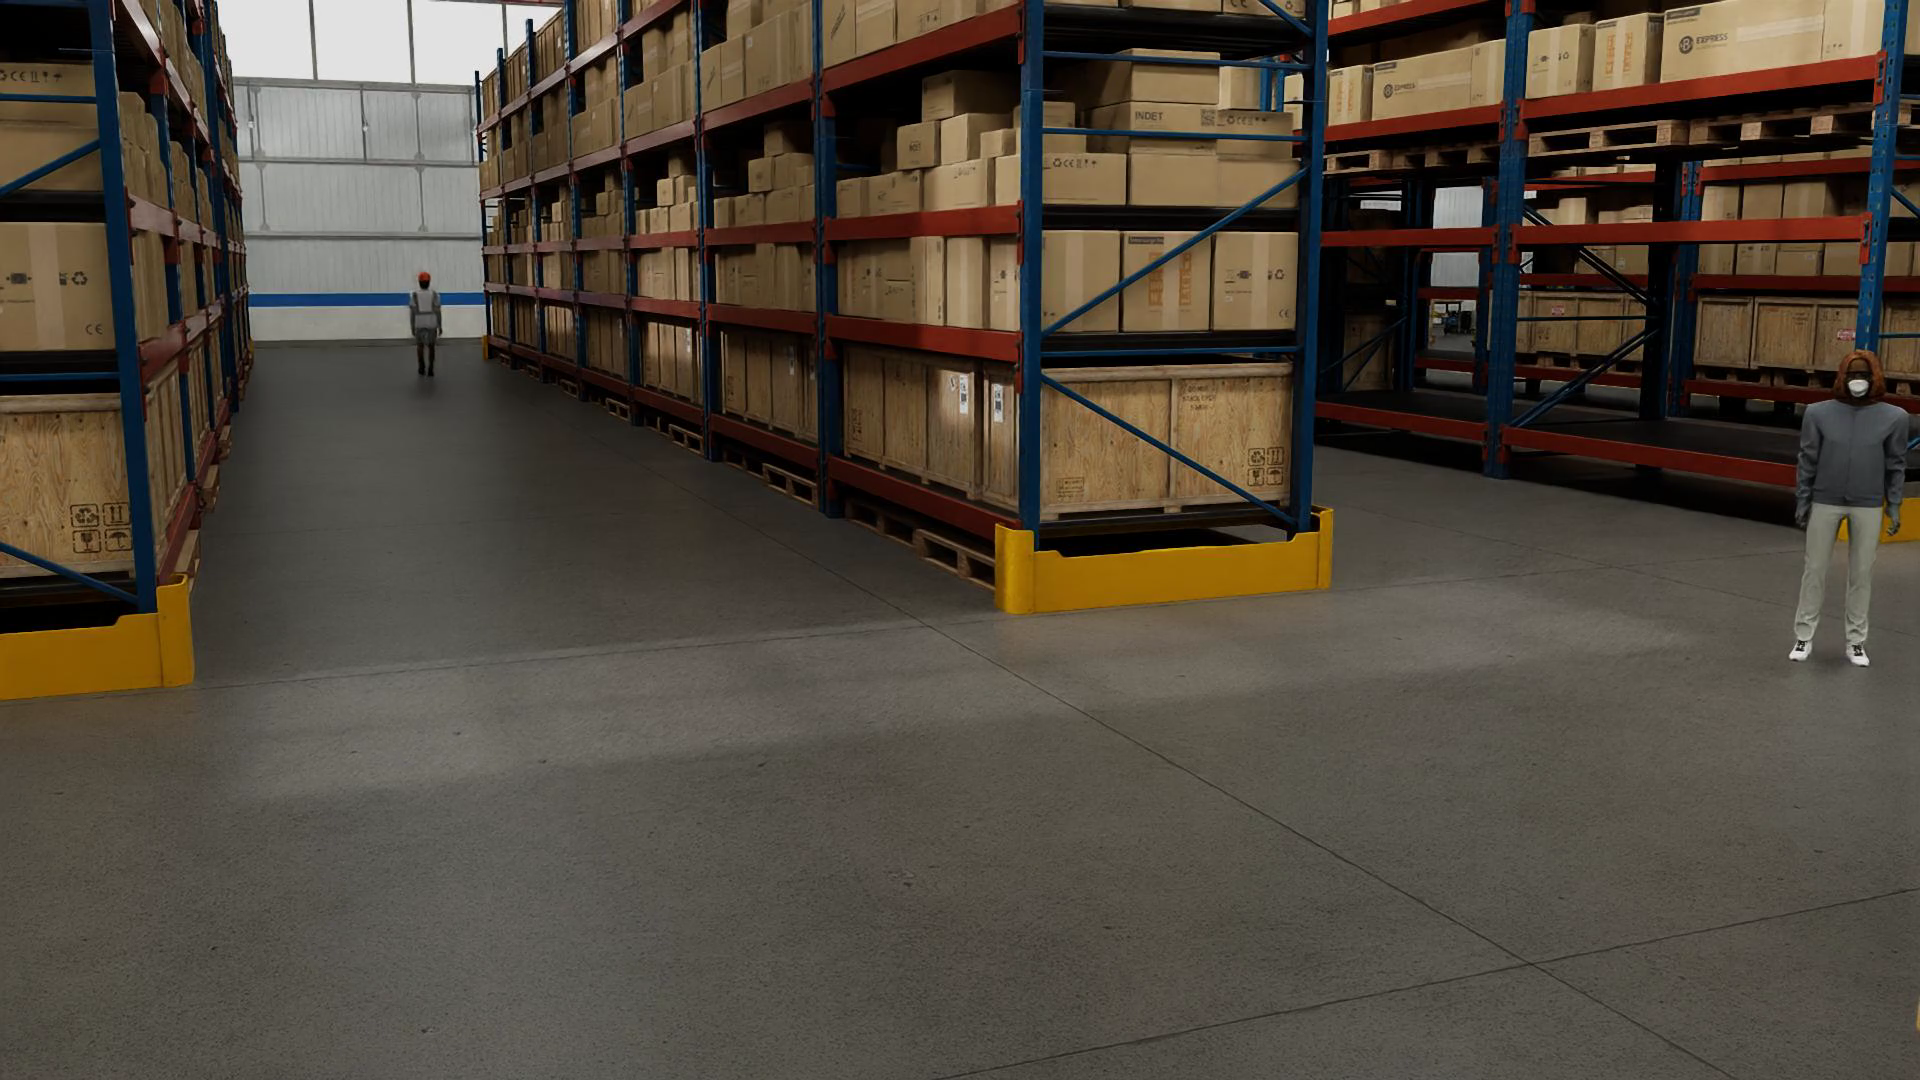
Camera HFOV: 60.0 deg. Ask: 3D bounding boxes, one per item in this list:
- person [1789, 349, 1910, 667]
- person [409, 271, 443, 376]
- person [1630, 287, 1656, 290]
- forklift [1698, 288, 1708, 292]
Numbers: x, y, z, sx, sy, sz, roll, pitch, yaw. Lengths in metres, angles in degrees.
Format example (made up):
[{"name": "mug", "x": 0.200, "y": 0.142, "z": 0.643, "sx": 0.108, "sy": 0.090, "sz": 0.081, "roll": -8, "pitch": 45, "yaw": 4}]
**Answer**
[{"name": "person", "x": 4.571, "y": -0.164, "z": 8.567, "sx": 0.498, "sy": 1.634, "sz": 0.282, "roll": 5, "pitch": 11, "yaw": 26}, {"name": "person", "x": -9.703, "y": -3.923, "z": 30.231, "sx": 0.550, "sy": 1.918, "sz": 0.431, "roll": -2, "pitch": 10, "yaw": -14}, {"name": "person", "x": 13.156, "y": -4.256, "z": 32.083, "sx": 0.629, "sy": 1.977, "sz": 0.674, "roll": 6, "pitch": 11, "yaw": 33}, {"name": "forklift", "x": 12.712, "y": -4.004, "z": 27.846, "sx": 1.129, "sy": 2.768, "sz": 1.873, "roll": -4, "pitch": 10, "yaw": -22}]
